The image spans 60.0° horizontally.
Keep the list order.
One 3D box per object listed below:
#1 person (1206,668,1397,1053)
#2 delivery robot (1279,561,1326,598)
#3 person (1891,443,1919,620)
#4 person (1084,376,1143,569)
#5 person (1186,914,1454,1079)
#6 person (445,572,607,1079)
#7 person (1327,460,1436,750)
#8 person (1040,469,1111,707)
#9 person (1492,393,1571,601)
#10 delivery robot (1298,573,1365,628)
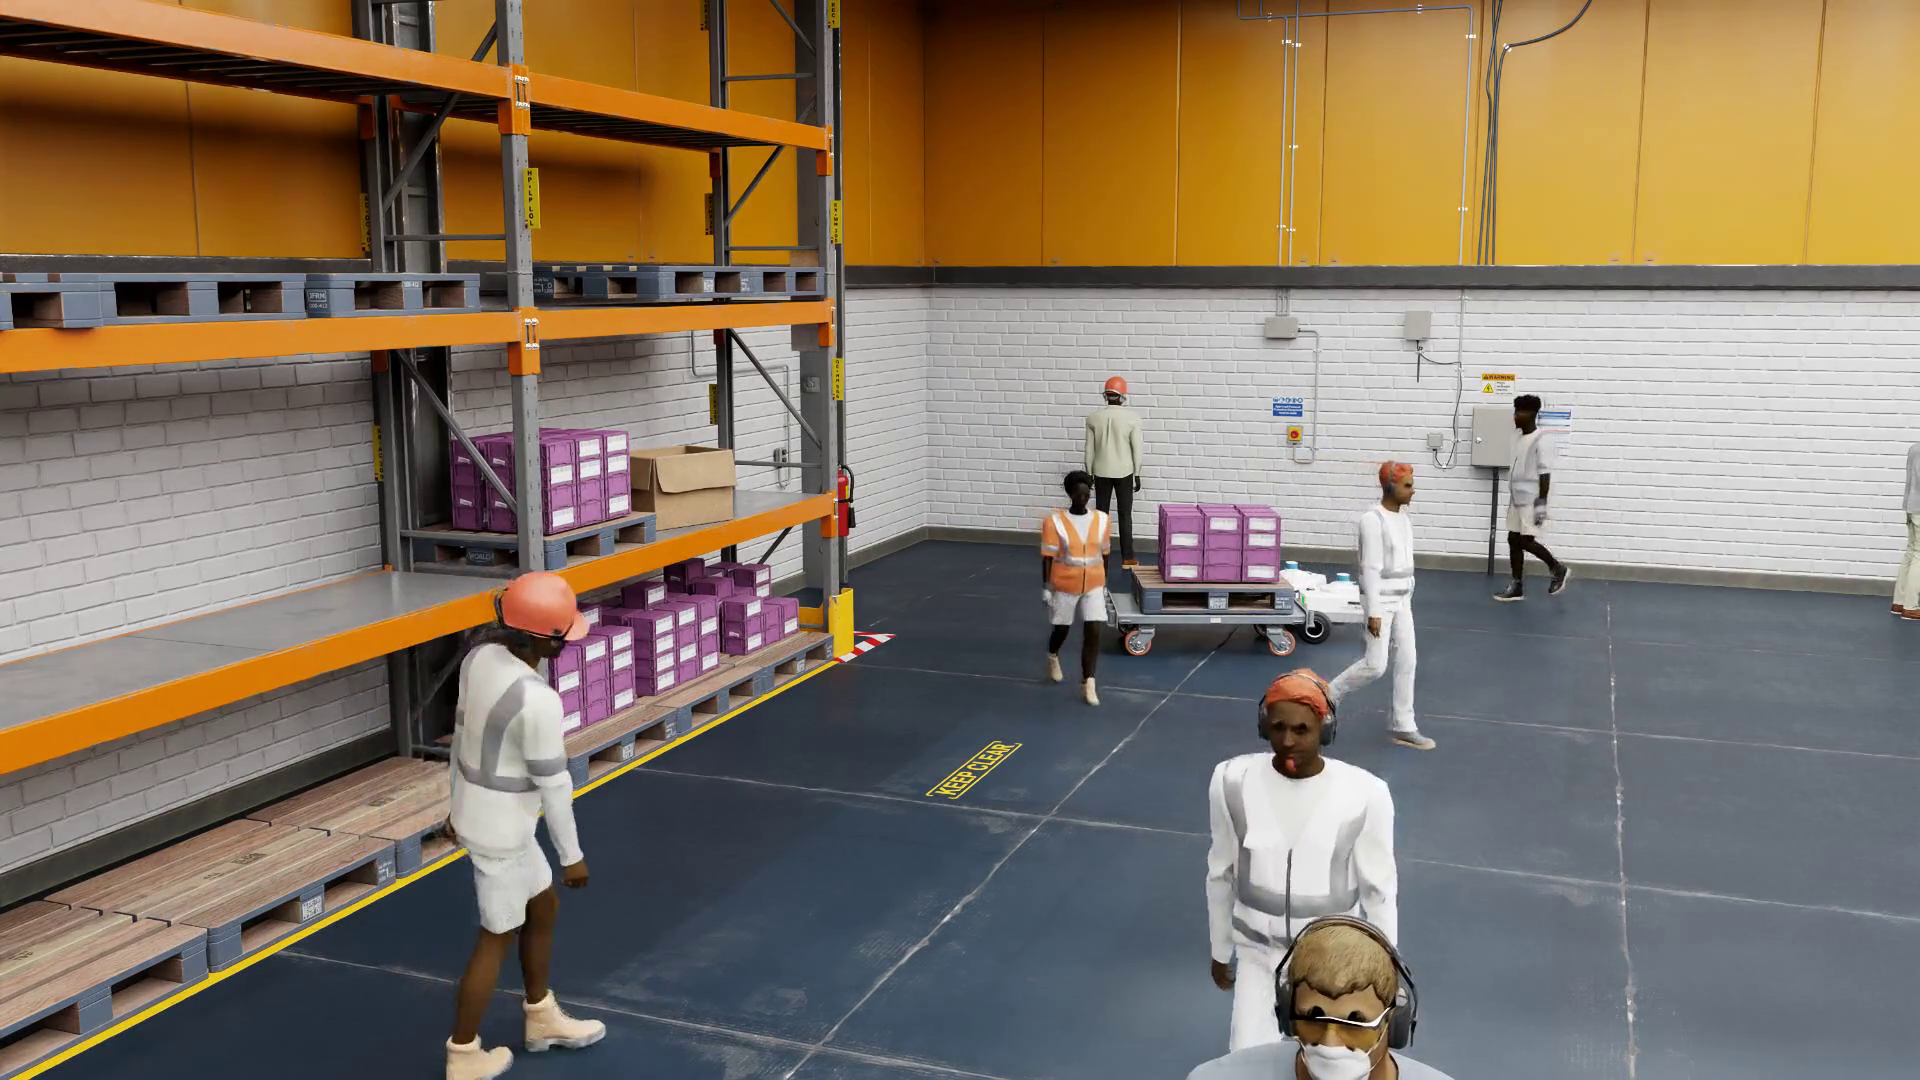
[{"bbox_3d":[1.012,1.316,5.065,0.602,1.832,0.944,3,10,20],"label":"person"},{"bbox_3d":[2.859,0.429,14.382,0.477,0.478,0.707,8,12,42],"label":"delivery robot"},{"bbox_3d":[8.504,-0.221,14.679,0.324,1.863,0.514,2,9,10],"label":"person"},{"bbox_3d":[1.596,-0.697,17.237,0.613,1.995,0.391,3,10,21],"label":"person"},{"bbox_3d":[0.666,1.599,2.996,0.630,1.940,0.372,2,9,15],"label":"person"},{"bbox_3d":[-1.620,1.071,6.200,0.734,1.978,0.702,-5,10,-29],"label":"person"},{"bbox_3d":[2.705,0.407,10.737,0.590,1.860,0.748,-9,12,-43],"label":"person"},{"bbox_3d":[0.814,0.308,11.954,0.536,1.668,0.757,-2,9,-13],"label":"person"},{"bbox_3d":[5.319,-0.387,15.406,0.596,1.952,0.621,-2,9,-13],"label":"person"},{"bbox_3d":[3.174,0.519,13.812,0.707,0.478,0.477,1,9,8],"label":"delivery robot"}]
